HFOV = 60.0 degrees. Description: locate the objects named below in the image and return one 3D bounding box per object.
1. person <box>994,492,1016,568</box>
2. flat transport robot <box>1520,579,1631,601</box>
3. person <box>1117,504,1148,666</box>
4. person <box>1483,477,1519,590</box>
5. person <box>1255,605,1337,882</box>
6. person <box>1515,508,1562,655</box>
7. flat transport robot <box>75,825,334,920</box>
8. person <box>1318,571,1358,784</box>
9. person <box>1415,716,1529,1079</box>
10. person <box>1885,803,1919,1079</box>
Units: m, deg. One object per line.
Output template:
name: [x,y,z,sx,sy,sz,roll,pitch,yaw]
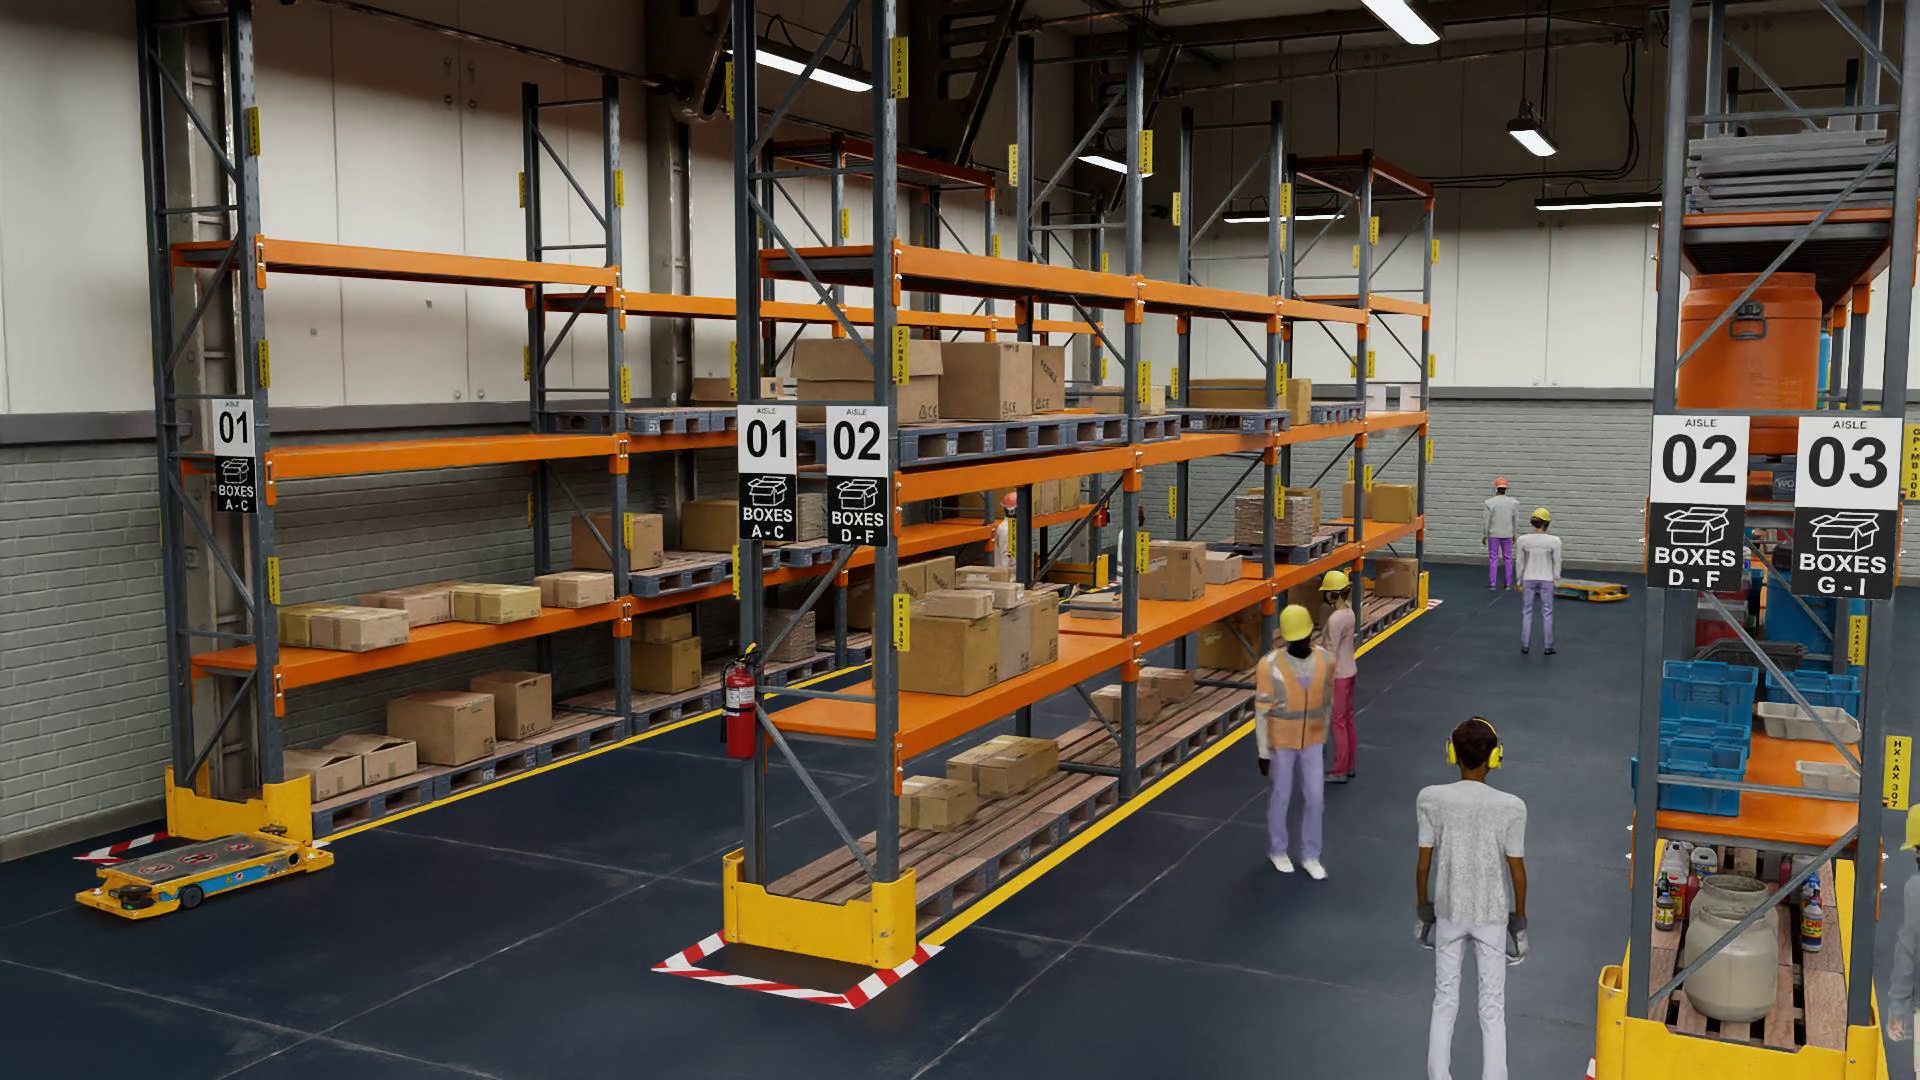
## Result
person: [0.599,0.430,19.599,0.406,1.988,0.620,1,6,13]
flat transport robot: [9.208,0.729,24.912,0.652,0.197,1.431,-5,8,-39]
person: [1.993,0.510,19.281,0.342,1.882,0.587,0,6,-3]
person: [8.387,-0.099,25.835,0.560,1.752,0.324,0,6,-4]
person: [2.238,1.347,11.152,0.601,1.877,0.712,-1,6,-10]
person: [6.949,0.499,19.994,0.526,1.761,0.337,3,7,27]
flat transport robot: [-4.940,2.166,10.942,0.652,0.197,1.431,4,7,34]
person: [3.124,1.134,13.824,0.334,1.764,0.524,3,7,27]
person: [2.323,1.728,7.548,0.508,1.864,0.329,3,7,26]
person: [3.941,1.900,6.553,0.425,1.732,0.549,-1,6,-12]
